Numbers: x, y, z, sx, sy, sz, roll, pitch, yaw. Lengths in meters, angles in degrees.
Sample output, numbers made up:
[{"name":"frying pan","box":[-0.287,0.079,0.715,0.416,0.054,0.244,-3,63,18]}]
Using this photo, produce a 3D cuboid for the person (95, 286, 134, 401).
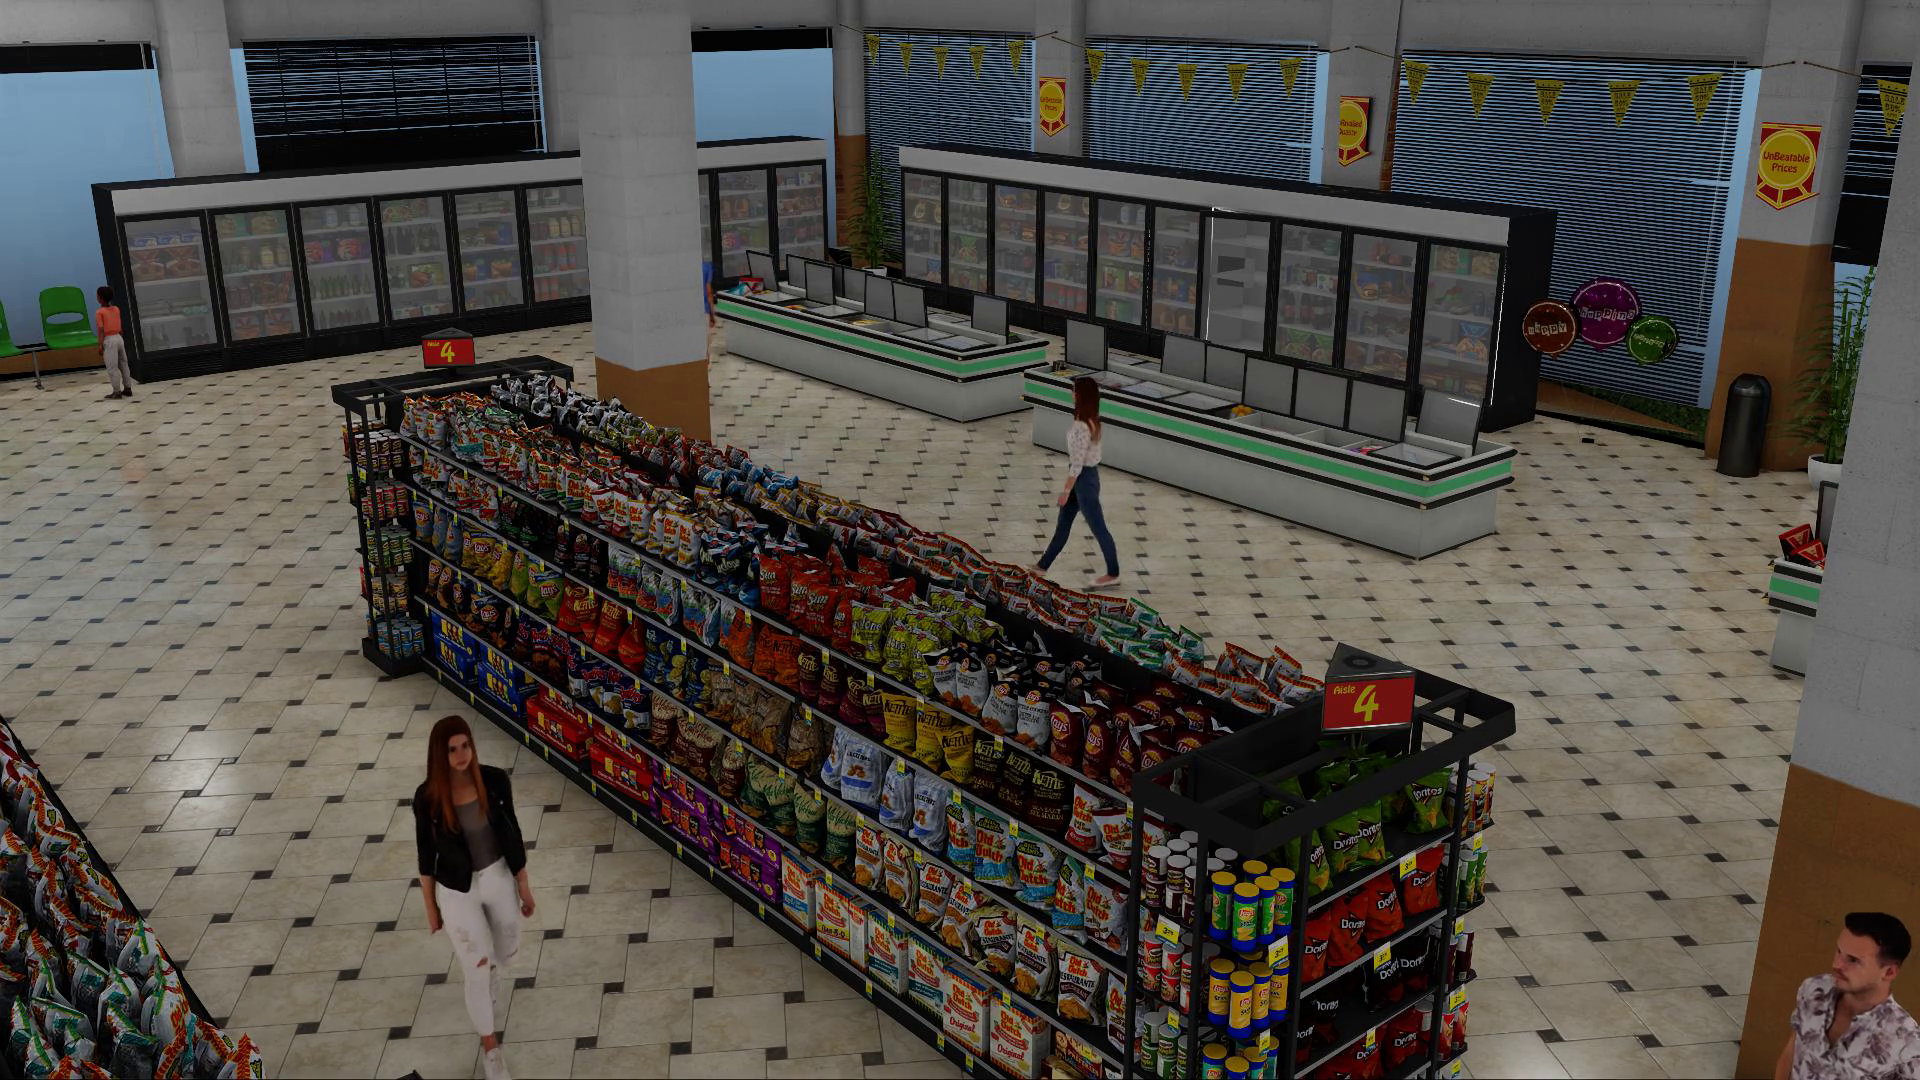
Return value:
[{"name":"person","box":[-9.780,-2.280,19.191,0.586,1.311,0.560,8,20,21]}]

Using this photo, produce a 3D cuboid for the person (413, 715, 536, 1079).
[{"name":"person","box":[-2.135,1.523,7.331,0.734,1.682,1.068,-10,21,-27]}]

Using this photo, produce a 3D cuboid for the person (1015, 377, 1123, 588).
[{"name":"person","box":[1.066,-0.413,13.055,1.111,1.692,1.067,1,19,2]}]

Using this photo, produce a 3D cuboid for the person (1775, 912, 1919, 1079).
[{"name":"person","box":[3.012,2.041,5.614,1.044,1.797,1.169,-5,19,-14]}]
